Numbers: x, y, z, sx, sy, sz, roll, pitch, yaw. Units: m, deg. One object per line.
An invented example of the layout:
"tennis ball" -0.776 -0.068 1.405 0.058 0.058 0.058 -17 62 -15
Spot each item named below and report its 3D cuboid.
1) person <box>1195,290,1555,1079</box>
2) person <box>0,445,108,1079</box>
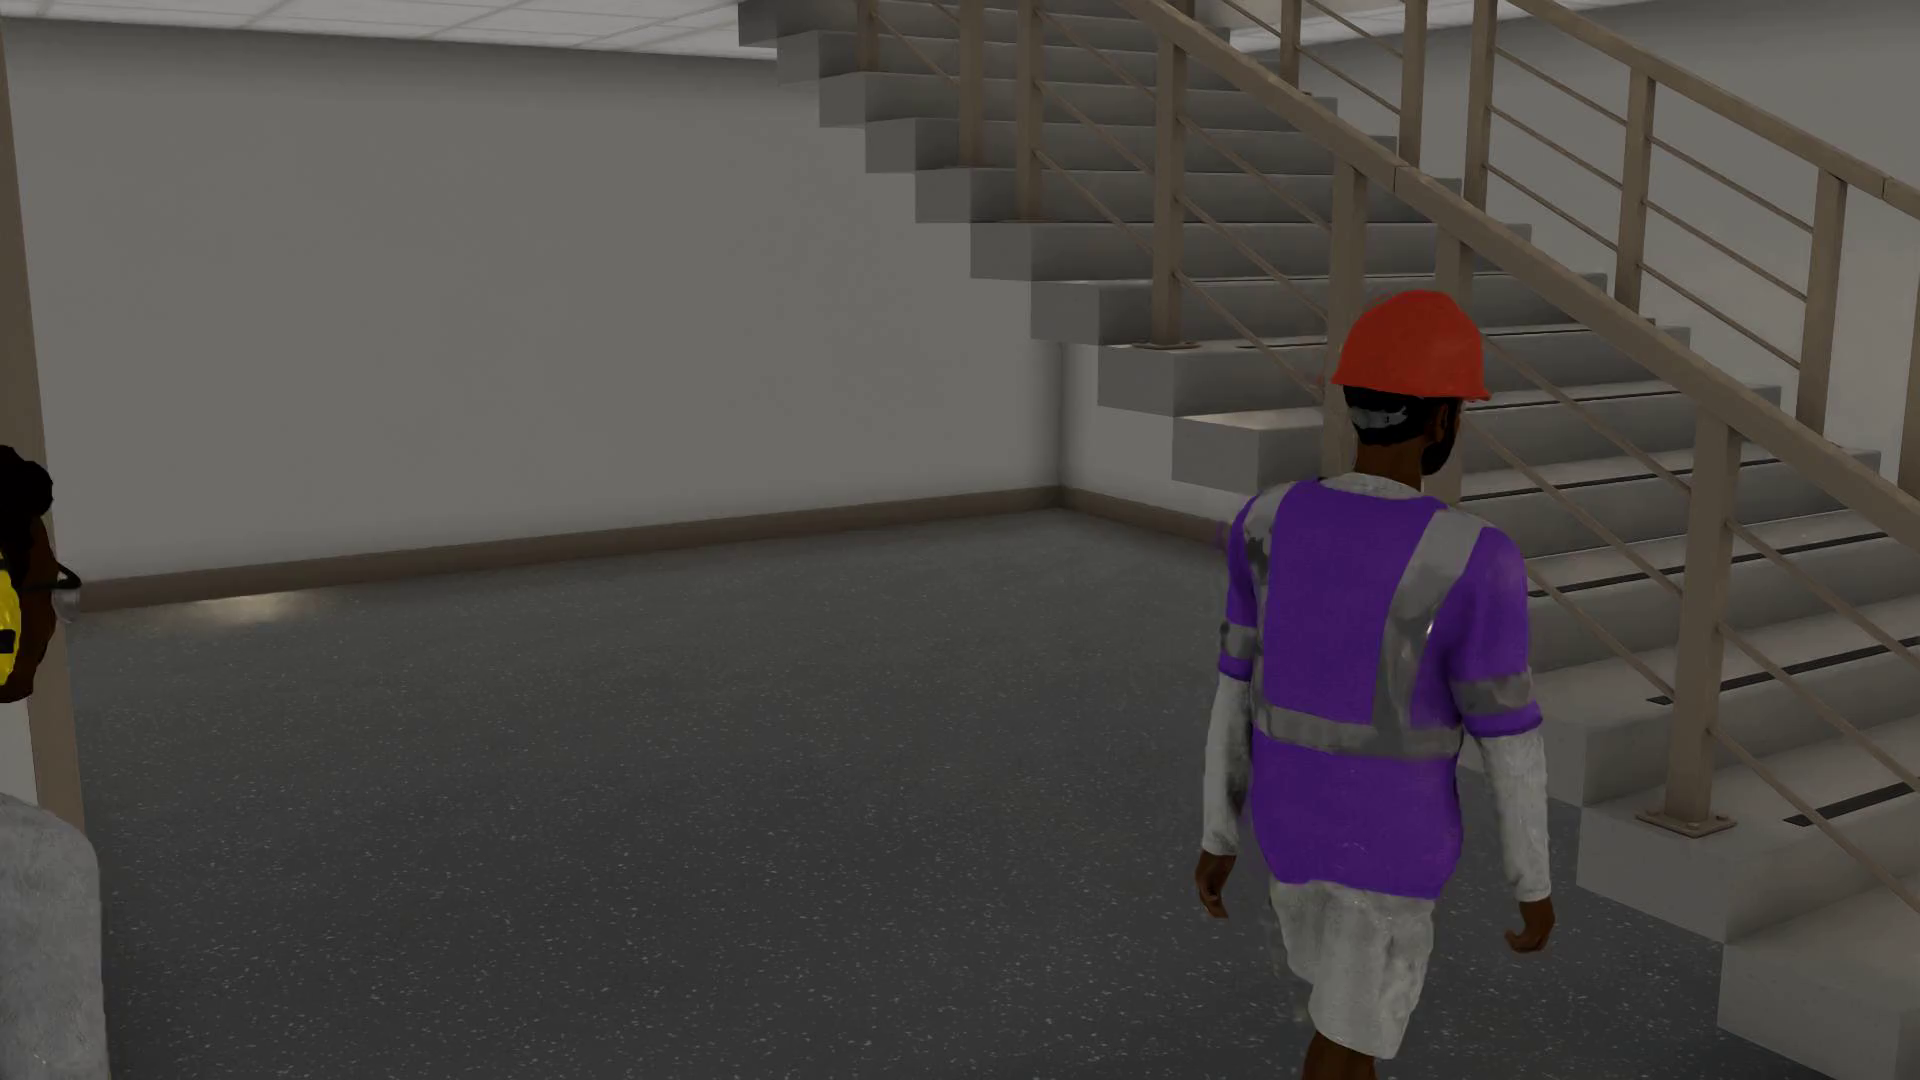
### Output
"person" 0.791 0.515 2.999 0.912 1.897 0.568 -9 14 -41
"person" -1.026 0.803 1.713 0.519 1.811 0.973 5 12 23
